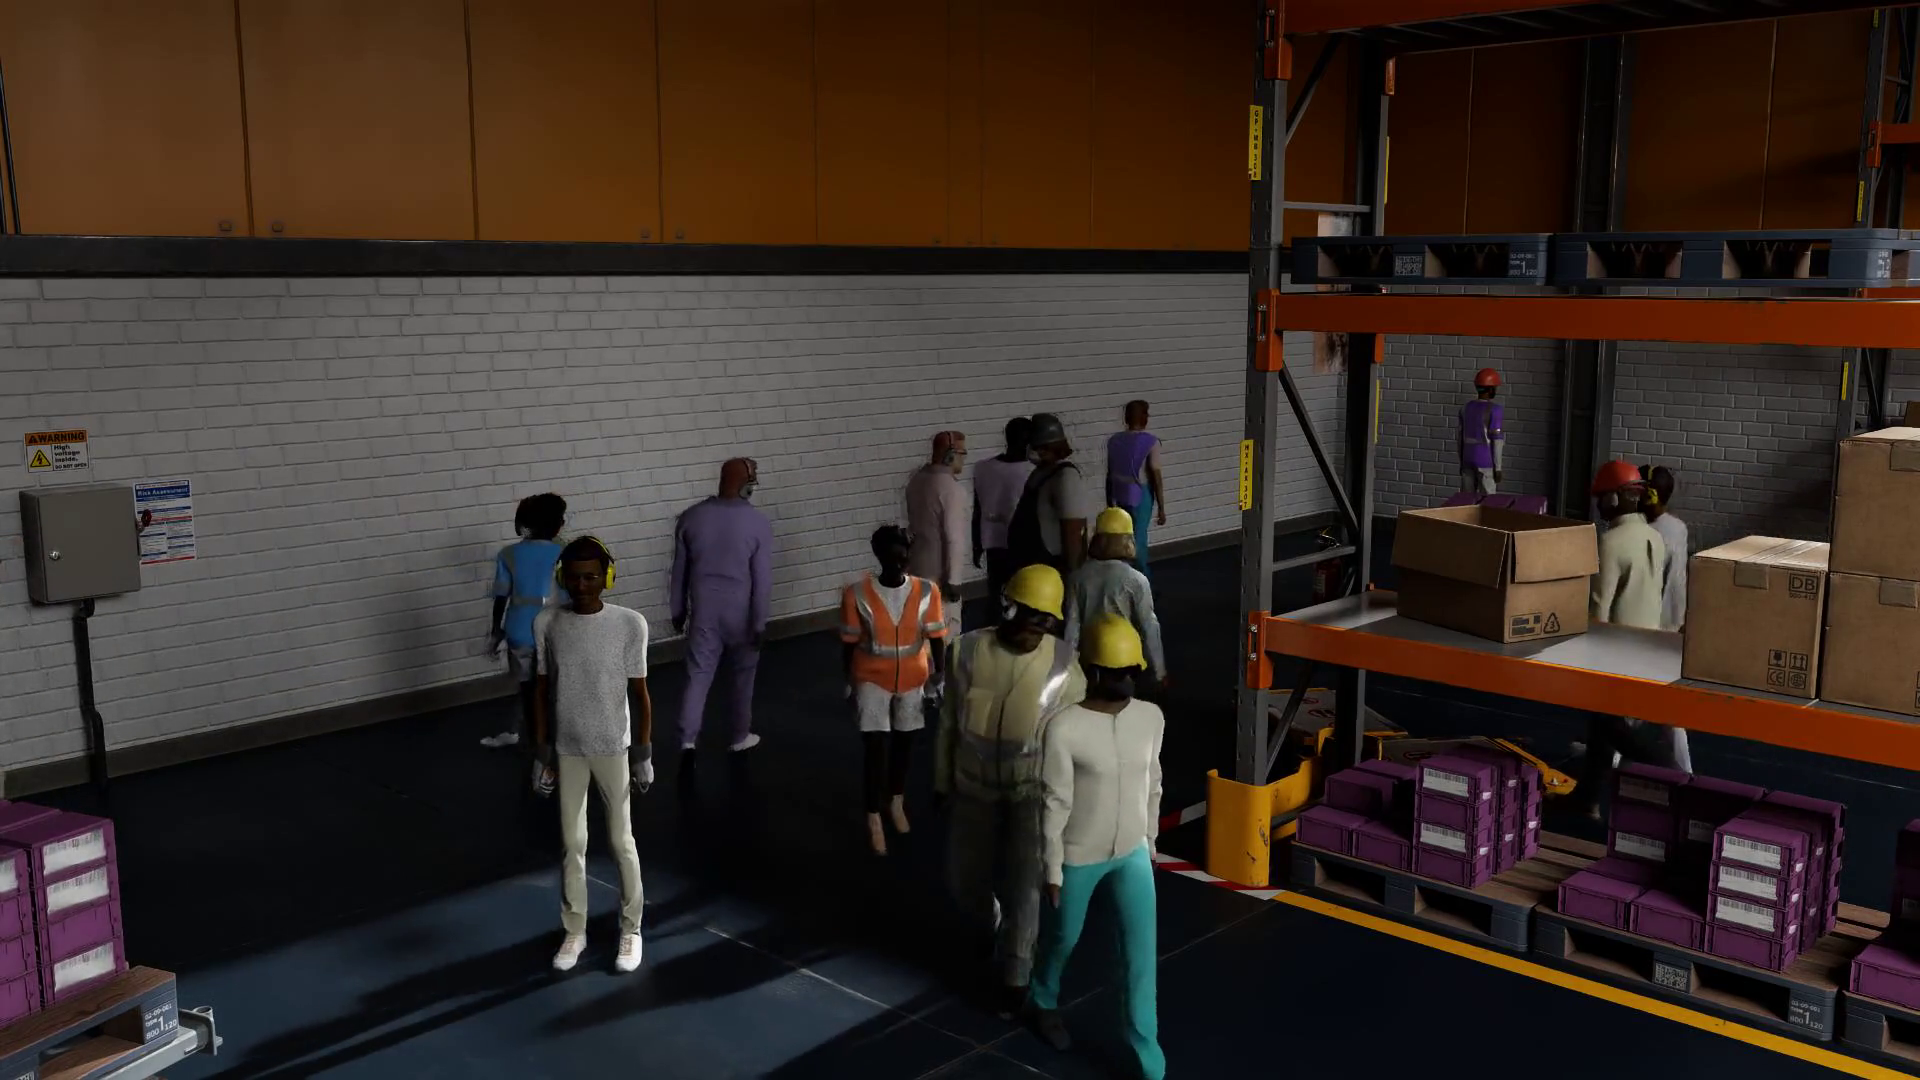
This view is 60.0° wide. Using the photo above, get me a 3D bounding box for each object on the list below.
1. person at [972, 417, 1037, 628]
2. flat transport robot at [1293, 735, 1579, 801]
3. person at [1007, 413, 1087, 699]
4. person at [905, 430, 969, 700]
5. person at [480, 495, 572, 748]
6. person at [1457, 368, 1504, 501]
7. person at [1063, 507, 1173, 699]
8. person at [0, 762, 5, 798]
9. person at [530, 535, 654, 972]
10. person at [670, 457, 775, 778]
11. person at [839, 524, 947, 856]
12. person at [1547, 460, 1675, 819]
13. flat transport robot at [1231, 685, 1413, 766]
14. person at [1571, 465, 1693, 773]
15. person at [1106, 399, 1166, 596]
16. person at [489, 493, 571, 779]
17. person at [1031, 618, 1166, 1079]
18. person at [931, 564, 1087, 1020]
[{"bbox_3d":[0.355,0.062,11.963,0.614,1.896,0.455,4,10,25],"label":"person"},{"bbox_3d":[2.672,1.300,9.353,1.431,0.197,0.652,-2,9,-10],"label":"flat transport robot"},{"bbox_3d":[0.505,0.116,11.203,0.954,2.000,0.699,-1,9,-6],"label":"person"},{"bbox_3d":[-0.210,0.202,11.165,0.598,1.881,0.687,-5,10,-27],"label":"person"},{"bbox_3d":[-2.538,0.494,10.288,0.865,1.580,0.509,-4,10,-23],"label":"person"},{"bbox_3d":[5.368,-0.797,17.110,0.375,1.939,0.546,-5,11,-29],"label":"person"},{"bbox_3d":[0.842,0.681,8.772,0.528,1.695,0.881,8,12,42],"label":"person"},{"bbox_3d":[-4.834,0.775,7.799,0.819,1.839,0.518,-8,12,-40],"label":"person"},{"bbox_3d":[-1.549,0.896,6.988,0.519,1.862,0.318,1,9,5],"label":"person"},{"bbox_3d":[-1.427,0.438,9.819,0.695,1.860,0.964,3,10,15],"label":"person"},{"bbox_3d":[-0.324,0.750,8.479,0.539,1.663,0.738,-3,10,-17],"label":"person"},{"bbox_3d":[3.547,0.574,8.703,0.647,1.953,0.835,-8,12,-42],"label":"person"},{"bbox_3d":[2.226,1.143,10.313,0.652,0.197,1.431,-2,9,-9],"label":"flat transport robot"},{"bbox_3d":[3.886,0.484,9.577,0.867,1.831,0.550,8,12,40],"label":"person"},{"bbox_3d":[1.504,-0.331,14.655,0.902,1.820,0.577,-8,12,-39],"label":"person"},{"bbox_3d":[-2.414,0.552,9.682,0.568,1.652,0.815,1,9,5],"label":"person"},{"bbox_3d":[0.506,1.117,6.041,0.534,1.725,0.887,-4,10,-24],"label":"person"},{"bbox_3d":[0.188,0.982,6.642,0.619,1.792,0.488,2,9,12],"label":"person"}]
